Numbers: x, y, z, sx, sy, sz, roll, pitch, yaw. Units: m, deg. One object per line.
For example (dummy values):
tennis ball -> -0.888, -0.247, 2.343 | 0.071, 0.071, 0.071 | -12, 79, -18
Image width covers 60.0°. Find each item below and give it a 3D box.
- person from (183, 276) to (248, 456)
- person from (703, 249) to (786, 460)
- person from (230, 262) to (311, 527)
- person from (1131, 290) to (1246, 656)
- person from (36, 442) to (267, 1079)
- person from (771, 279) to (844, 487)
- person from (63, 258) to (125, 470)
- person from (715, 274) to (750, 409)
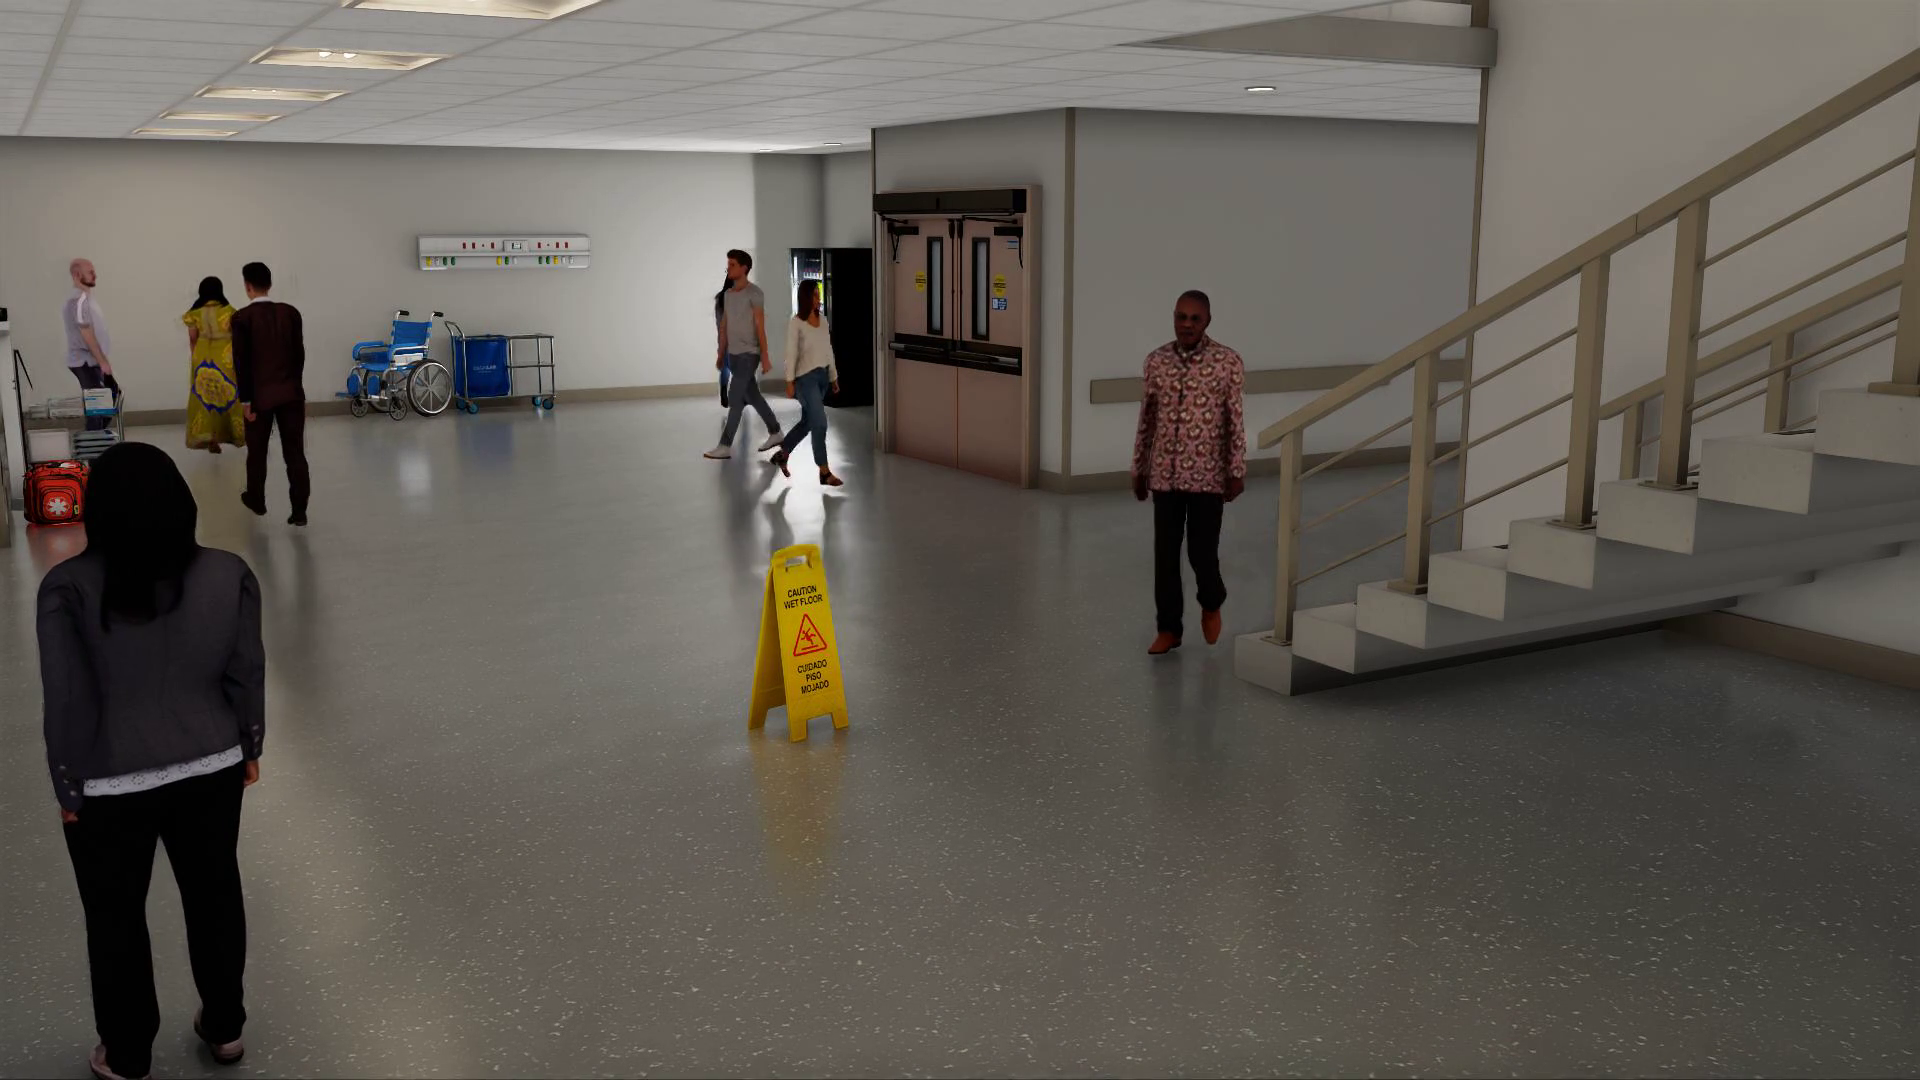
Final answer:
person -> -6.766, -1.545, 15.114 | 0.938, 1.613, 1.410 | -3, 11, -16
person -> -1.882, -1.661, 15.084 | 0.960, 1.852, 1.219 | -10, 15, -43
person -> -4.709, -0.957, 11.504 | 0.775, 1.804, 1.252 | -8, 13, -37
person -> 1.162, -0.327, 8.225 | 0.881, 1.788, 0.954 | 6, 12, 27
person -> -1.980, 0.555, 4.096 | 0.726, 1.595, 0.725 | -10, 14, -41
person -> -1.286, -1.268, 13.565 | 1.136, 1.646, 0.908 | 7, 13, 32
person -> -7.617, -1.513, 14.394 | 0.796, 1.820, 0.681 | -3, 11, -15
person -> -2.612, -2.277, 19.023 | 0.972, 1.594, 1.139 | 1, 11, 3
